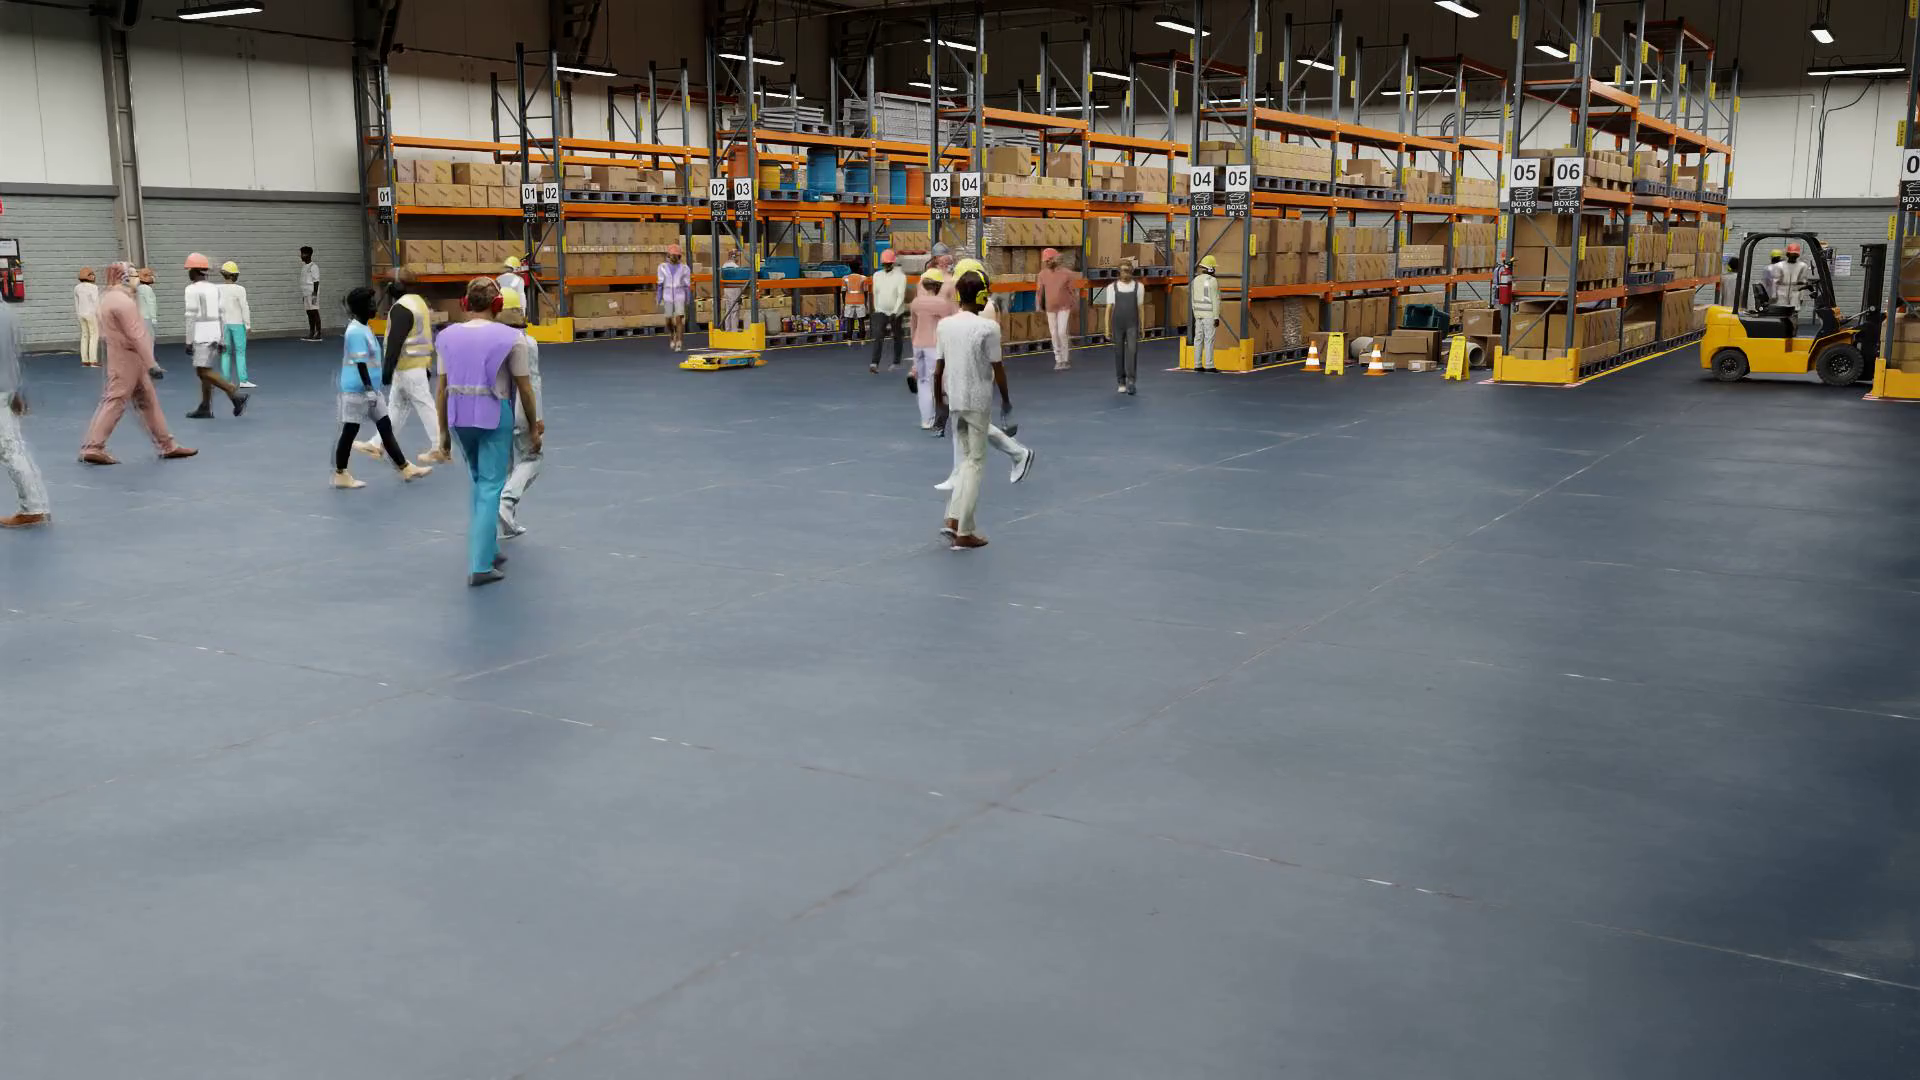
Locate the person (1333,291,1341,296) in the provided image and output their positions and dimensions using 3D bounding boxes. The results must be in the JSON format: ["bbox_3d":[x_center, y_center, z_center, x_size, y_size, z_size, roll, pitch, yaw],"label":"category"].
[{"bbox_3d":[8.686,-5.672,38.726,0.896,1.588,0.518,-10,14,-43],"label":"person"}]

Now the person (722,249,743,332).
[{"bbox_3d":[-4.651,-5.042,34.303,0.409,1.906,0.652,-6,12,-32],"label":"person"}]

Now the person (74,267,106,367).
[{"bbox_3d":[-14.289,-3.650,27.300,0.504,1.629,0.286,4,11,24],"label":"person"}]

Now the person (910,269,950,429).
[{"bbox_3d":[-0.314,-2.087,18.235,0.534,1.745,0.536,8,13,39],"label":"person"}]

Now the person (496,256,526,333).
[{"bbox_3d":[-7.346,-3.725,27.215,0.591,1.810,0.514,4,11,22],"label":"person"}]

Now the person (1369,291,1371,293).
[{"bbox_3d":[10.916,-6.672,43.500,0.985,1.883,0.565,6,12,30],"label":"person"}]

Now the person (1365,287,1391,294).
[{"bbox_3d":[9.678,-5.763,38.483,0.595,1.869,1.018,8,13,36],"label":"person"}]

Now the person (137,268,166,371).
[{"bbox_3d":[-12.845,-3.485,26.346,0.279,1.634,0.499,-9,14,-41],"label":"person"}]

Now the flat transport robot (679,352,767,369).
[{"bbox_3d":[-3.842,-2.921,27.008,0.652,0.197,1.431,6,12,32],"label":"flat transport robot"}]

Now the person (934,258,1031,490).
[{"bbox_3d":[0.179,-1.352,13.654,0.731,1.907,0.591,-4,11,-21],"label":"person"}]

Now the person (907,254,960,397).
[{"bbox_3d":[-0.326,-2.804,21.859,0.674,1.878,0.613,7,12,33],"label":"person"}]

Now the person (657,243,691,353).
[{"bbox_3d":[-5.322,-4.515,31.039,0.624,2.022,0.694,0,10,-2],"label":"person"}]

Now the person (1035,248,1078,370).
[{"bbox_3d":[1.538,-3.674,26.514,0.638,1.945,0.634,5,11,24],"label":"person"}]

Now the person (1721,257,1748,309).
[{"bbox_3d":[12.276,-3.555,26.273,0.956,1.801,0.592,-8,13,-37],"label":"person"}]

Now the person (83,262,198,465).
[{"bbox_3d":[-7.657,-1.626,15.338,0.982,1.860,0.642,-6,12,-29],"label":"person"}]

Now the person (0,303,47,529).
[{"bbox_3d":[-6.986,-1.010,11.724,0.948,1.895,0.650,-1,10,-7],"label":"person"}]

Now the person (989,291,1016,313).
[{"bbox_3d":[0.800,-4.809,32.954,0.623,1.932,0.370,0,10,-1],"label":"person"}]

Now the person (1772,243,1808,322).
[{"bbox_3d":[16.210,-4.779,32.529,0.609,2.021,0.620,4,11,21],"label":"person"}]

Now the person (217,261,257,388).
[{"bbox_3d":[-10.169,-3.004,23.284,0.533,1.768,0.310,2,10,12],"label":"person"}]

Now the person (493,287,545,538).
[{"bbox_3d":[-3.088,-0.853,11.337,0.502,1.727,0.446,3,11,17],"label":"person"}]

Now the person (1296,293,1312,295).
[{"bbox_3d":[6.828,-4.886,33.471,0.548,1.905,0.927,6,12,31],"label":"person"}]

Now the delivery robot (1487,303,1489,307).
[{"bbox_3d":[12.939,-5.600,40.955,0.477,0.478,0.707,-7,12,-36],"label":"delivery robot"}]

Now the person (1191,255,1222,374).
[{"bbox_3d":[3.848,-3.498,25.867,0.403,1.833,0.591,-6,12,-30],"label":"person"}]

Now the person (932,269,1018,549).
[{"bbox_3d":[0.098,-0.856,11.016,0.517,1.850,0.433,9,14,43],"label":"person"}]

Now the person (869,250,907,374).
[{"bbox_3d":[-1.104,-3.553,25.940,0.608,1.905,1.126,3,11,17],"label":"person"}]

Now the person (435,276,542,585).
[{"bbox_3d":[-2.822,-0.672,10.066,0.564,1.817,0.814,3,11,16],"label":"person"}]

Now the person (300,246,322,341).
[{"bbox_3d":[-13.491,-5.109,34.512,0.367,1.966,0.606,-10,14,-43],"label":"person"}]

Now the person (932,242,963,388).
[{"bbox_3d":[-0.273,-3.092,23.006,0.684,2.000,0.535,-8,13,-38],"label":"person"}]

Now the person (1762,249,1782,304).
[{"bbox_3d":[17.841,-5.404,36.357,0.591,1.904,0.722,0,10,-2],"label":"person"}]

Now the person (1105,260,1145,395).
[{"bbox_3d":[2.199,-2.830,22.232,0.519,1.792,0.964,1,10,8],"label":"person"}]

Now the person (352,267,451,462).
[{"bbox_3d":[-5.184,-1.601,15.340,0.941,1.791,0.657,-1,10,-6],"label":"person"}]

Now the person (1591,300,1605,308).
[{"bbox_3d":[14.820,-5.750,38.359,0.683,1.864,0.920,3,10,14],"label":"person"}]

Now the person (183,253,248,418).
[{"bbox_3d":[-8.589,-2.330,19.086,0.778,1.919,0.541,1,10,8],"label":"person"}]

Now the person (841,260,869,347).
[{"bbox_3d":[-2.063,-4.643,32.657,0.539,1.695,0.318,-1,10,-6],"label":"person"}]

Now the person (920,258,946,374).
[{"bbox_3d":[-0.333,-3.513,25.807,0.584,1.882,0.349,4,11,20],"label":"person"}]

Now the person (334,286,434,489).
[{"bbox_3d":[-4.796,-1.245,13.695,0.837,1.658,0.552,-2,10,-9],"label":"person"}]

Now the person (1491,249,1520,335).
[{"bbox_3d":[9.993,-4.368,30.471,0.542,1.929,0.368,6,12,32],"label":"person"}]
